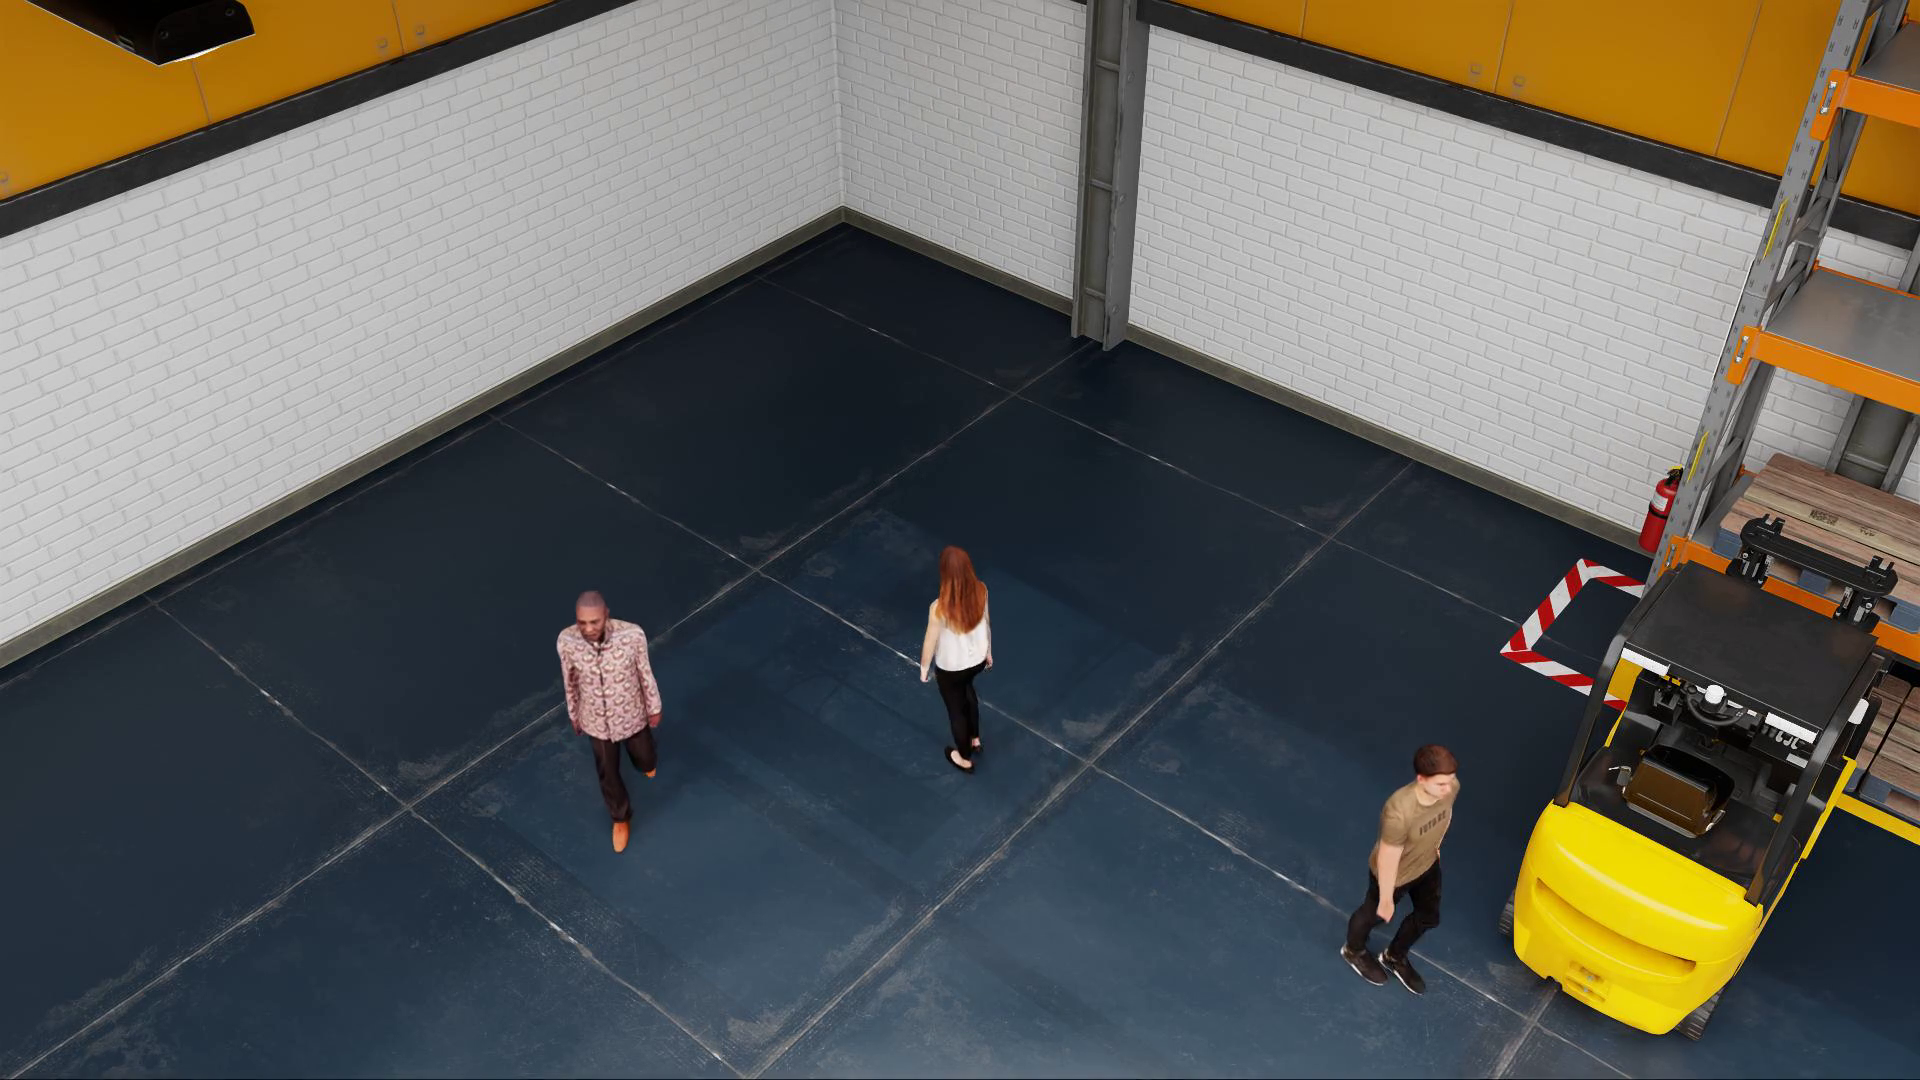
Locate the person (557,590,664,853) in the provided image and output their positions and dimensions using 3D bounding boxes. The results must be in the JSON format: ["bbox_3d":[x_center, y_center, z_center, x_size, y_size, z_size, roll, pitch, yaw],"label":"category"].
[{"bbox_3d":[-2.001,0.954,9.698,1.038,1.785,1.107,-4,39,-5],"label":"person"}]

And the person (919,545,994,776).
[{"bbox_3d":[0.058,0.773,9.985,0.665,1.709,0.650,-24,45,-27],"label":"person"}]

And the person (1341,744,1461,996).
[{"bbox_3d":[2.280,1.663,8.767,0.809,1.839,0.825,-23,44,-26],"label":"person"}]
